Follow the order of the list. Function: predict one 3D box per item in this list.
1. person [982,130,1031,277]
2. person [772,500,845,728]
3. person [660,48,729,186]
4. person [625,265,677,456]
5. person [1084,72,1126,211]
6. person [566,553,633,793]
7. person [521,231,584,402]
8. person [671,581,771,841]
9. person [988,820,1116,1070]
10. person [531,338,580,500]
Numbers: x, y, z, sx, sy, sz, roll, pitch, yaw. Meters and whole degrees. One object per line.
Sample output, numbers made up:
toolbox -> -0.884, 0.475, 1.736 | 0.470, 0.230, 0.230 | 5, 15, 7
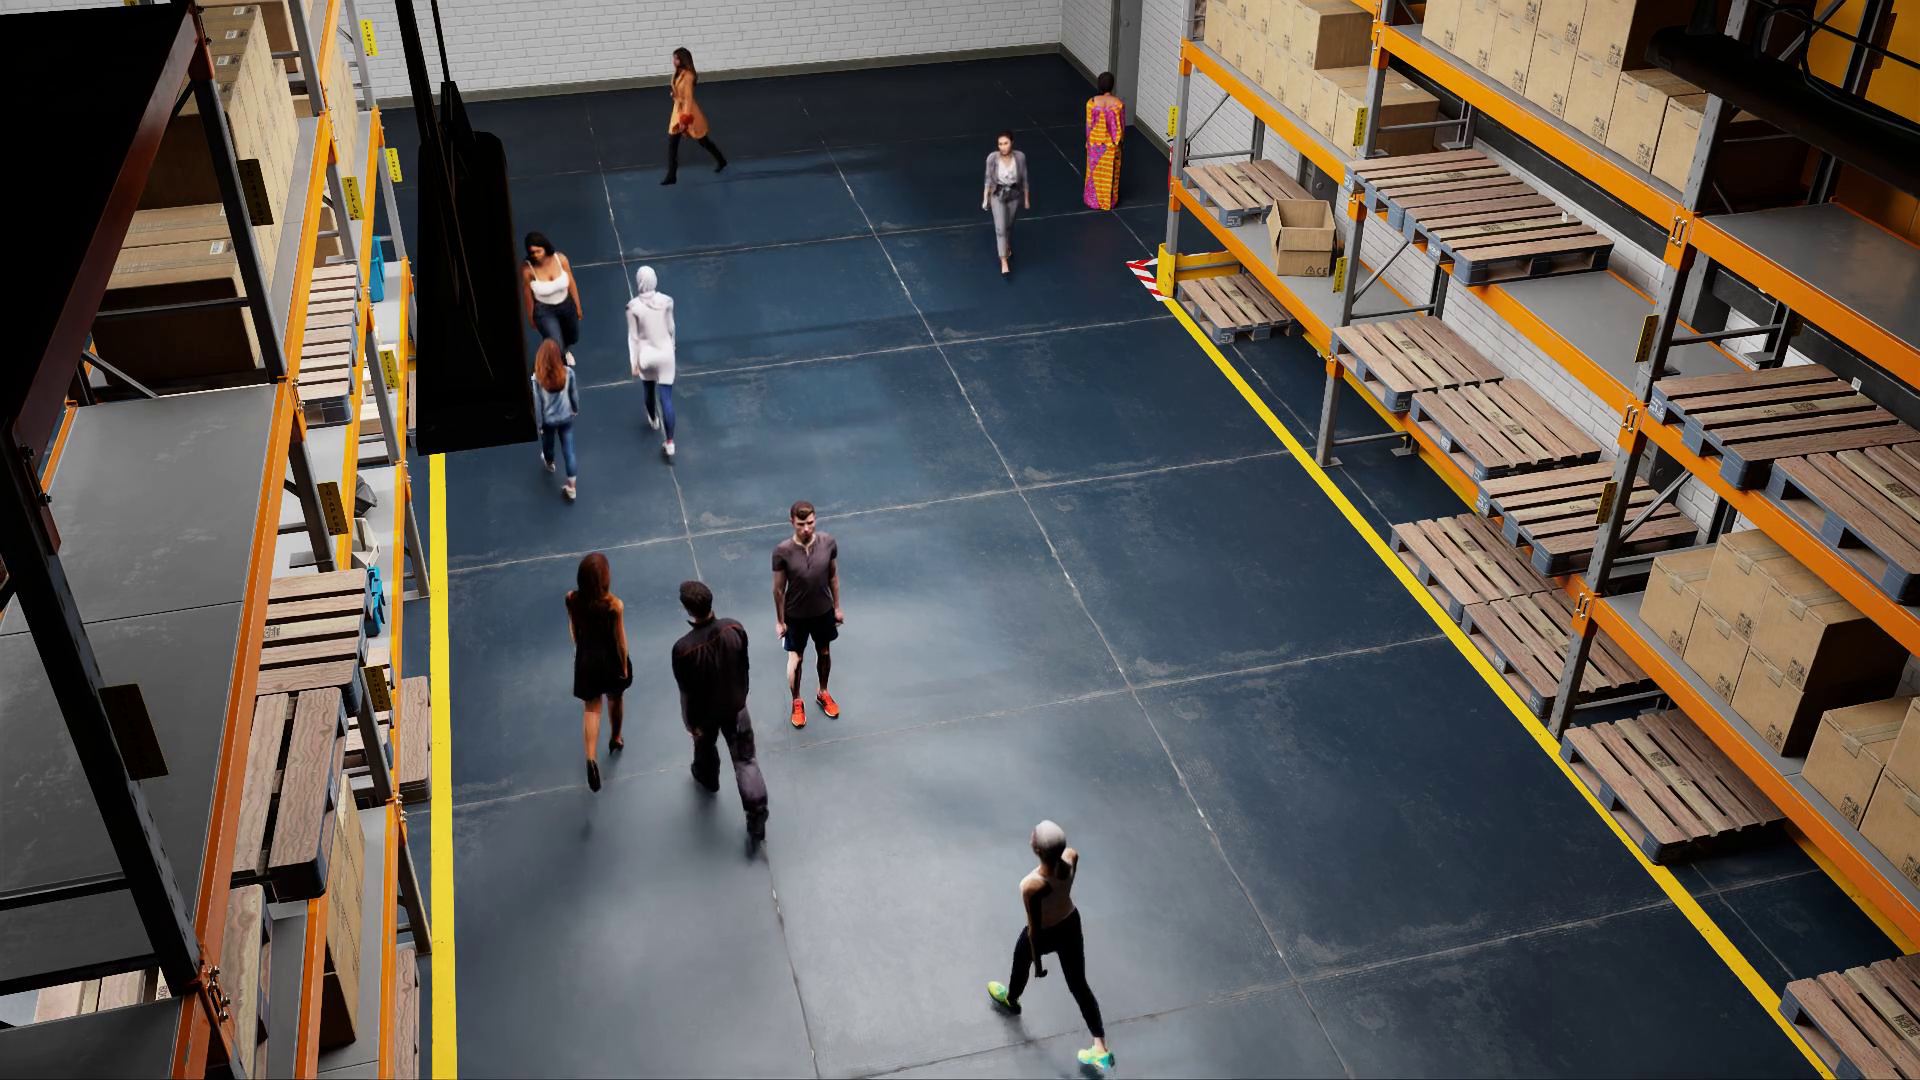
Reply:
person -> 0.494, -3.845, 18.763 | 0.746, 1.624, 1.053 | -8, 35, -12
person -> -1.091, 0.509, 12.008 | 0.679, 1.851, 0.576 | -13, 36, -18
person -> -3.342, -5.312, 20.923 | 1.087, 1.675, 1.245 | -25, 41, -32
person -> -2.787, -1.610, 15.306 | 0.628, 1.728, 1.112 | -11, 35, -16
person -> 1.760, -4.900, 20.290 | 0.749, 1.690, 0.779 | 4, 34, 7
person -> -2.487, 0.938, 11.401 | 0.817, 1.807, 1.111 | 2, 34, 3
person -> -3.988, -2.259, 16.247 | 0.896, 1.768, 1.194 | -23, 40, -30
person -> -1.550, 1.158, 10.999 | 0.927, 1.886, 1.337 | -18, 37, -24
person -> 0.600, 2.317, 9.460 | 0.971, 1.660, 1.272 | -27, 42, -34
person -> -3.535, -1.038, 14.699 | 0.729, 1.448, 1.035 | -18, 37, -24
